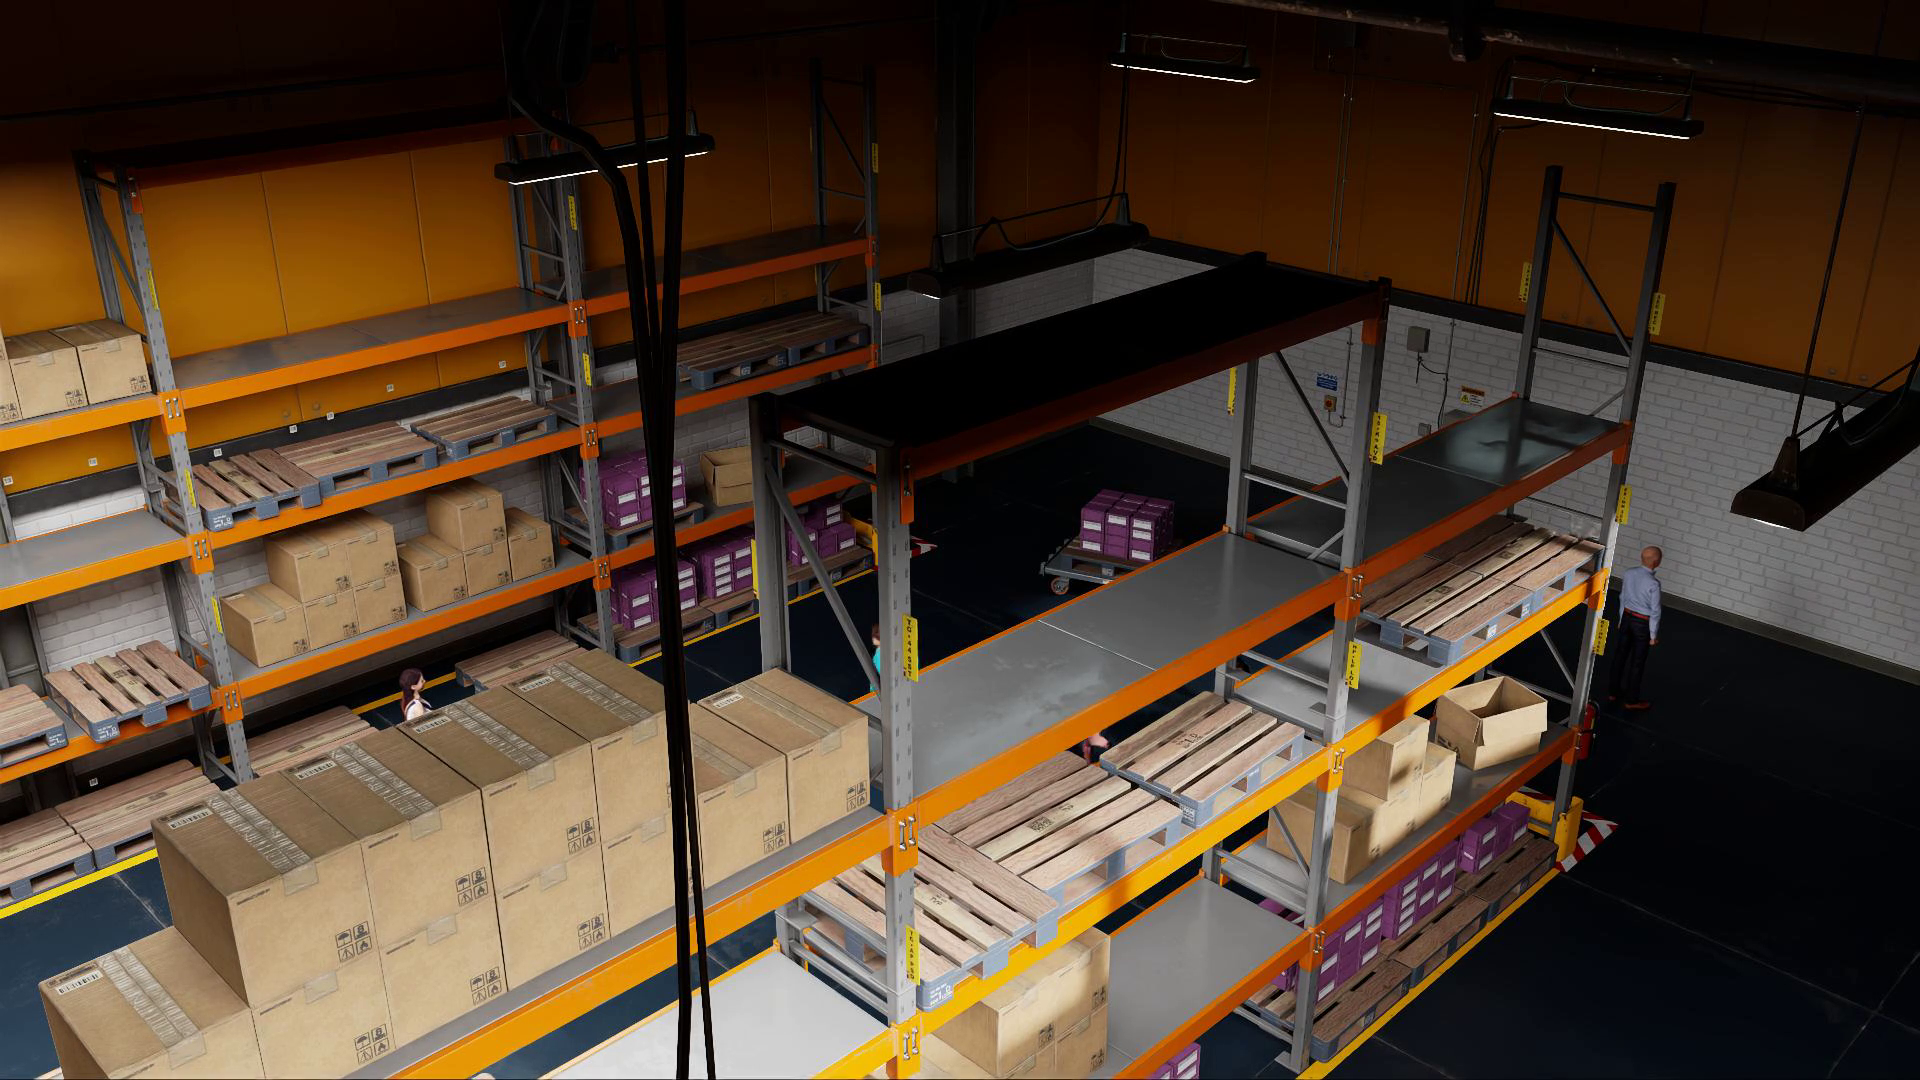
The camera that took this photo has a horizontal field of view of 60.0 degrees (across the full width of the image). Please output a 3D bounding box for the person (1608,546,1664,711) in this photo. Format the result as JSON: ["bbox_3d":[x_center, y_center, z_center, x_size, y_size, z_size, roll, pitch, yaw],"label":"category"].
[{"bbox_3d":[6.969,0.888,17.105,0.670,1.792,0.702,-12,27,-26],"label":"person"}]

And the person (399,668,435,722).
[{"bbox_3d":[-4.847,1.894,14.983,0.526,1.648,0.574,-18,29,-36],"label":"person"}]
